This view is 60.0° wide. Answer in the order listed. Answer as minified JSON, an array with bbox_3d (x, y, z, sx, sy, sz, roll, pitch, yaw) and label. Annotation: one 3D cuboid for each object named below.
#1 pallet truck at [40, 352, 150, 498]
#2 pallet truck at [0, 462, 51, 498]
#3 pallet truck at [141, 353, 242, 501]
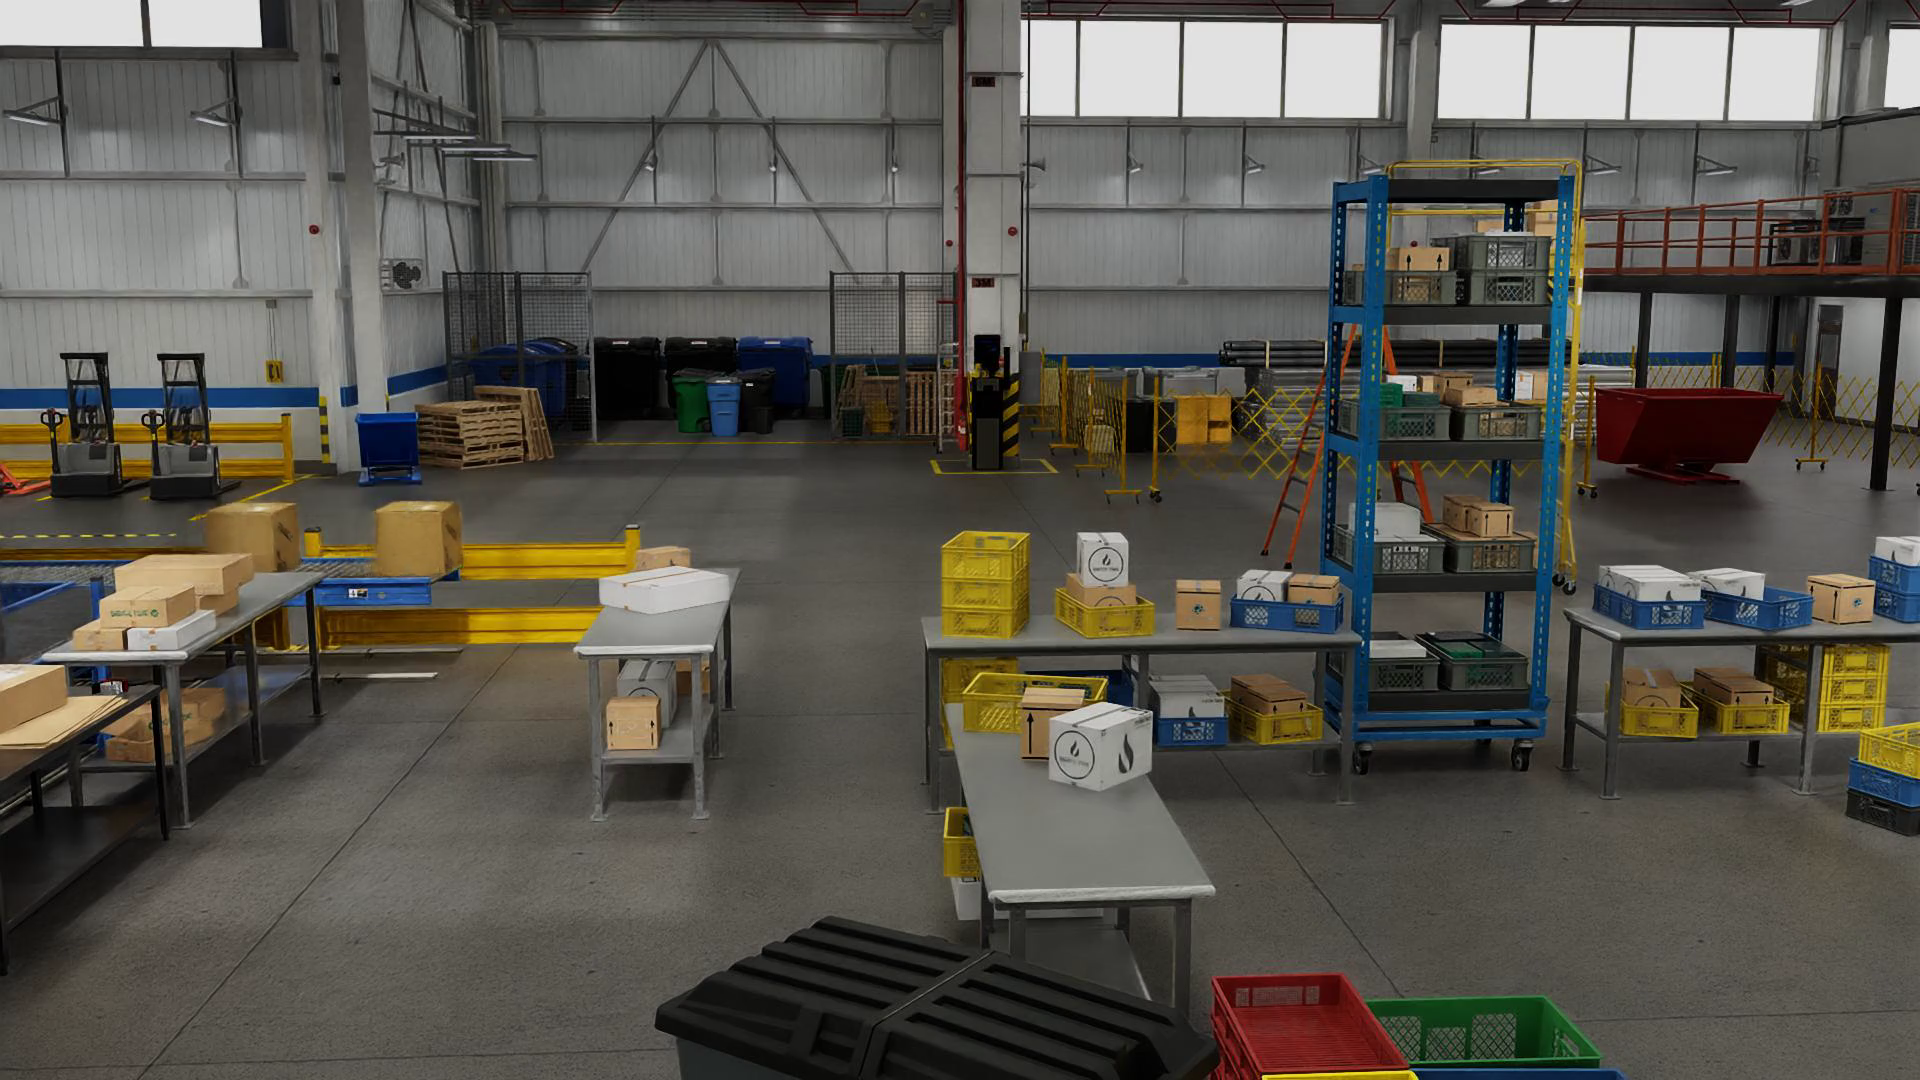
[{"bbox_3d":[-11.907,-1.642,23.165,0.823,1.965,1.885,0,9,0],"label":"pallet truck"},{"bbox_3d":[-13.193,-1.293,23.148,0.653,1.274,1.630,-1,9,-4],"label":"pallet truck"},{"bbox_3d":[-10.520,-1.604,22.925,0.823,1.965,1.885,-1,9,-6],"label":"pallet truck"}]
